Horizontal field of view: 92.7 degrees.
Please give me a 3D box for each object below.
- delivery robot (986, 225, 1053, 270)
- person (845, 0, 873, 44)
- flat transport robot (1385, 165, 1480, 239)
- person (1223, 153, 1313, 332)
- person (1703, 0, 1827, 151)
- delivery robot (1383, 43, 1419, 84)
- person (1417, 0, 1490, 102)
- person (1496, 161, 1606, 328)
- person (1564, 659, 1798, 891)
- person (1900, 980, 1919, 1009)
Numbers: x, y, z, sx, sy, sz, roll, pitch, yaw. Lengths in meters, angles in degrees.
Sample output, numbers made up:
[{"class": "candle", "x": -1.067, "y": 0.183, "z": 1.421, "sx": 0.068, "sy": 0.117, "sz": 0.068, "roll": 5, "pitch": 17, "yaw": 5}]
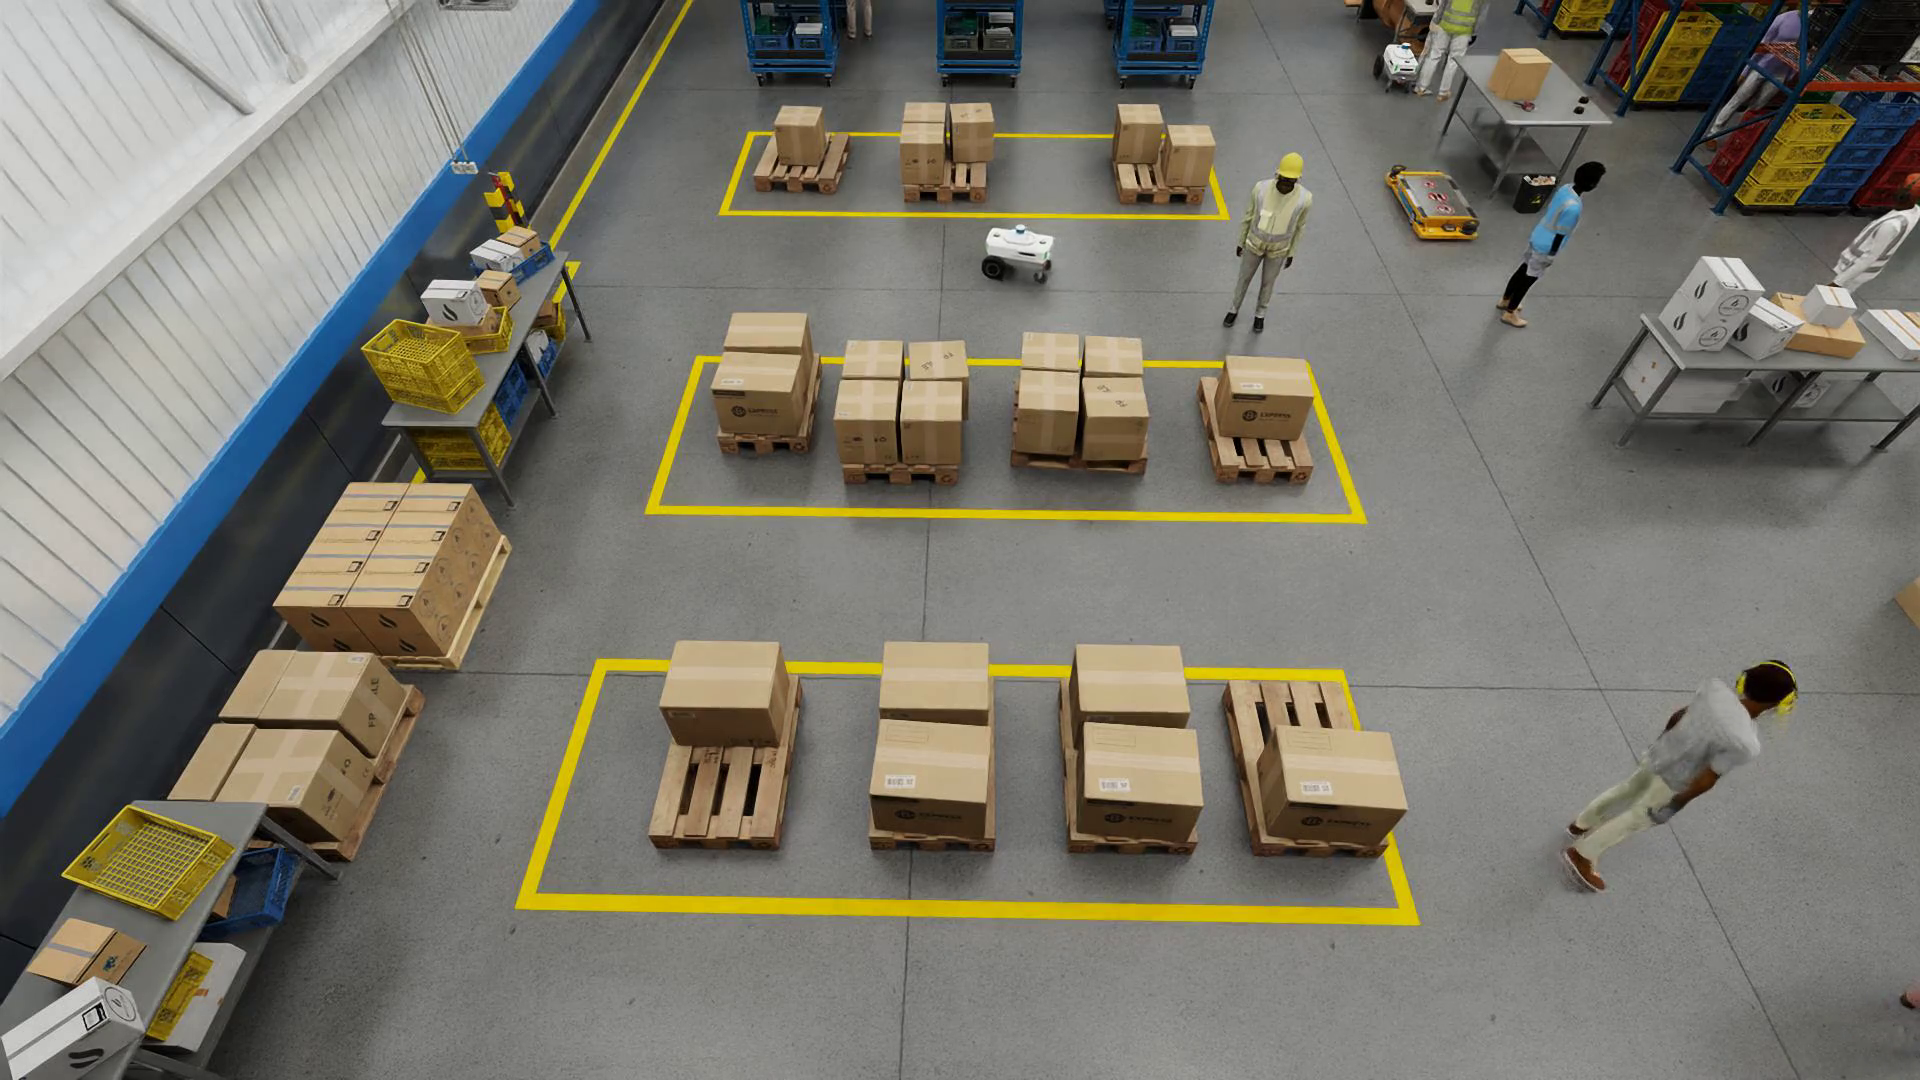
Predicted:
[{"class": "delivery robot", "x": 0.655, "y": -3.216, "z": 10.053, "sx": 0.707, "sy": 0.478, "sz": 0.477, "roll": 12, "pitch": 50, "yaw": 10}, {"class": "person", "x": -1.568, "y": -8.632, "z": 13.867, "sx": 0.625, "sy": 1.980, "sz": 0.410, "roll": -21, "pitch": 52, "yaw": -17}, {"class": "flat transport robot", "x": 5.692, "y": -4.094, "z": 11.059, "sx": 0.652, "sy": 0.197, "sz": 1.431, "roll": 1, "pitch": 49, "yaw": 1}, {"class": "person", "x": 3.014, "y": -2.895, "z": 8.992, "sx": 0.589, "sy": 1.837, "sz": 0.404, "roll": 15, "pitch": 51, "yaw": 13}, {"class": "person", "x": 10.134, "y": -5.866, "z": 11.502, "sx": 0.634, "sy": 1.932, "sz": 0.371, "roll": 9, "pitch": 50, "yaw": 8}, {"class": "delivery robot", "x": 6.375, "y": -6.918, "z": 13.257, "sx": 0.477, "sy": 0.478, "sz": 0.707, "roll": 4, "pitch": 49, "yaw": 3}, {"class": "person", "x": 6.804, "y": -7.010, "z": 12.552, "sx": 0.627, "sy": 1.844, "sz": 0.429, "roll": 32, "pitch": 56, "yaw": 25}, {"class": "person", "x": 5.854, "y": -2.950, "z": 9.132, "sx": 0.322, "sy": 1.694, "sz": 0.536, "roll": 13, "pitch": 50, "yaw": 11}, {"class": "person", "x": 4.112, "y": 1.383, "z": 5.297, "sx": 0.433, "sy": 1.829, "sz": 0.686, "roll": 9, "pitch": 50, "yaw": 8}, {"class": "person", "x": 5.606, "y": 2.143, "z": 4.591, "sx": 0.406, "sy": 1.909, "sz": 0.646, "roll": -13, "pitch": 50, "yaw": -11}]
